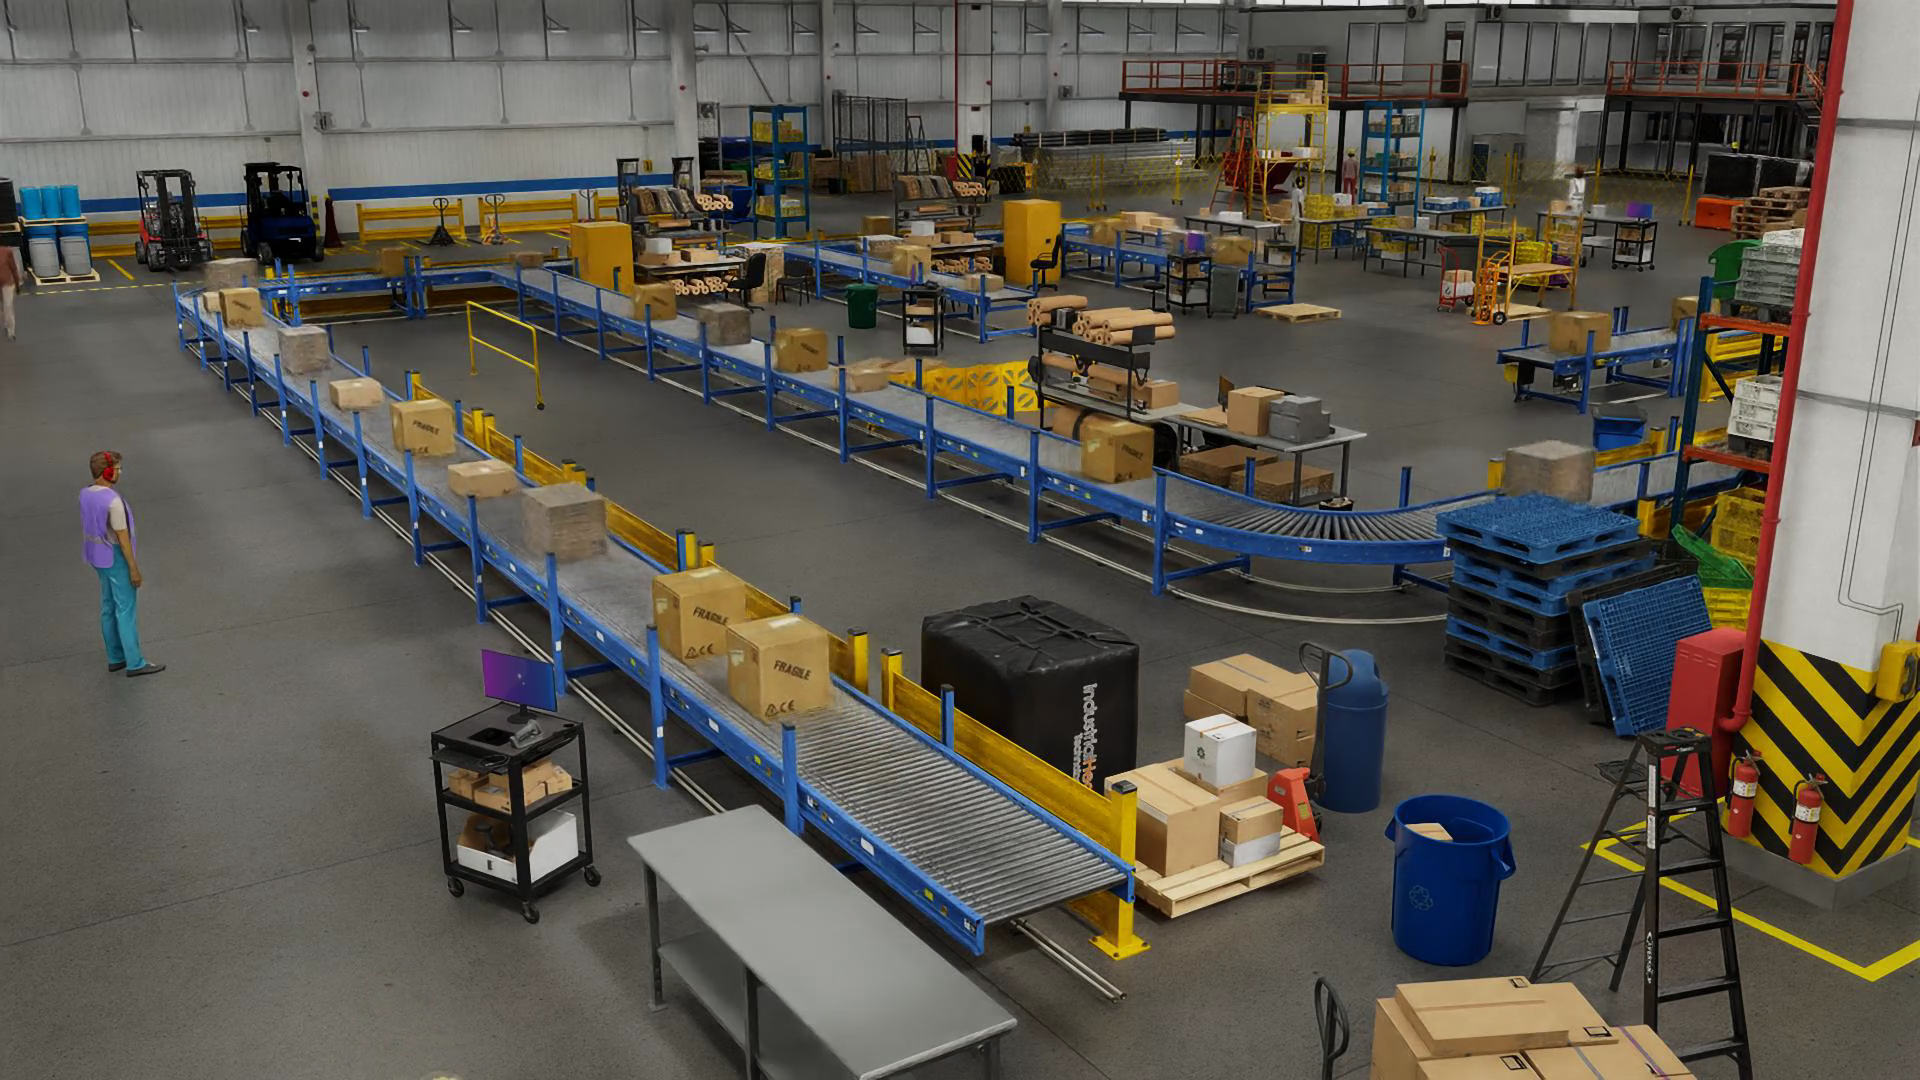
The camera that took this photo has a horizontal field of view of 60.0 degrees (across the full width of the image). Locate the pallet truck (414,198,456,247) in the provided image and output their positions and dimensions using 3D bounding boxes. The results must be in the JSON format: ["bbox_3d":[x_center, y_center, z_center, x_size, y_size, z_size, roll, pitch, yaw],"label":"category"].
[{"bbox_3d":[-13.250,-8.060,41.856,0.680,1.201,1.601,-10,20,-31],"label":"pallet truck"}]

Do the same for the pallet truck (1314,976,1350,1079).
[{"bbox_3d":[2.299,2.390,7.086,1.601,1.201,0.680,-2,17,-7],"label":"pallet truck"}]

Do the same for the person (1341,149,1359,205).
[{"bbox_3d":[11.978,-11.107,51.076,0.535,1.767,0.315,7,18,22],"label":"person"}]

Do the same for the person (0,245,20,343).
[{"bbox_3d":[-16.399,-4.384,28.386,0.628,1.963,0.799,-7,18,-23],"label":"person"}]

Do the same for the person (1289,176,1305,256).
[{"bbox_3d":[8.049,-7.723,39.635,0.328,1.873,0.520,-4,17,-12],"label":"person"}]

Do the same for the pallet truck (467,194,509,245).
[{"bbox_3d":[-11.983,-8.177,42.137,0.704,1.261,1.522,-11,20,-33],"label":"pallet truck"}]

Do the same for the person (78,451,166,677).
[{"bbox_3d":[-6.783,0.197,13.330,0.564,1.842,0.388,12,20,34],"label":"person"}]

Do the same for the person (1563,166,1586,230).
[{"bbox_3d":[15.861,-8.711,42.933,0.582,1.866,0.618,-10,19,-29],"label":"person"}]

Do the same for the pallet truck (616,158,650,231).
[{"bbox_3d":[-8.918,-9.176,44.255,0.823,1.965,1.885,-9,19,-27],"label":"pallet truck"}]

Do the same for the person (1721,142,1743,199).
[{"bbox_3d":[24.030,-11.401,51.779,0.594,1.925,0.379,1,17,3],"label":"person"}]

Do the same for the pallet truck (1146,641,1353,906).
[{"bbox_3d":[1.664,1.407,10.232,1.630,1.274,0.653,-10,20,-31],"label":"pallet truck"}]

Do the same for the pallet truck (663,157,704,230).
[{"bbox_3d":[-7.586,-9.308,44.692,0.823,1.965,1.885,-11,20,-33],"label":"pallet truck"}]

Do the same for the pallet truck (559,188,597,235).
[{"bbox_3d":[-10.010,-8.652,43.699,0.653,1.274,1.630,-10,20,-31],"label":"pallet truck"}]

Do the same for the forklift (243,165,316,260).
[{"bbox_3d":[-15.898,-7.669,38.708,1.157,1.987,2.680,-11,20,-33],"label":"forklift"}]

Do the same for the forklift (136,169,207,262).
[{"bbox_3d":[-17.842,-7.318,37.559,1.157,1.987,2.680,-10,20,-31],"label":"forklift"}]

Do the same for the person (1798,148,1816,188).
[{"bbox_3d":[24.189,-10.134,47.369,0.690,2.000,0.584,-6,18,-19],"label":"person"}]
